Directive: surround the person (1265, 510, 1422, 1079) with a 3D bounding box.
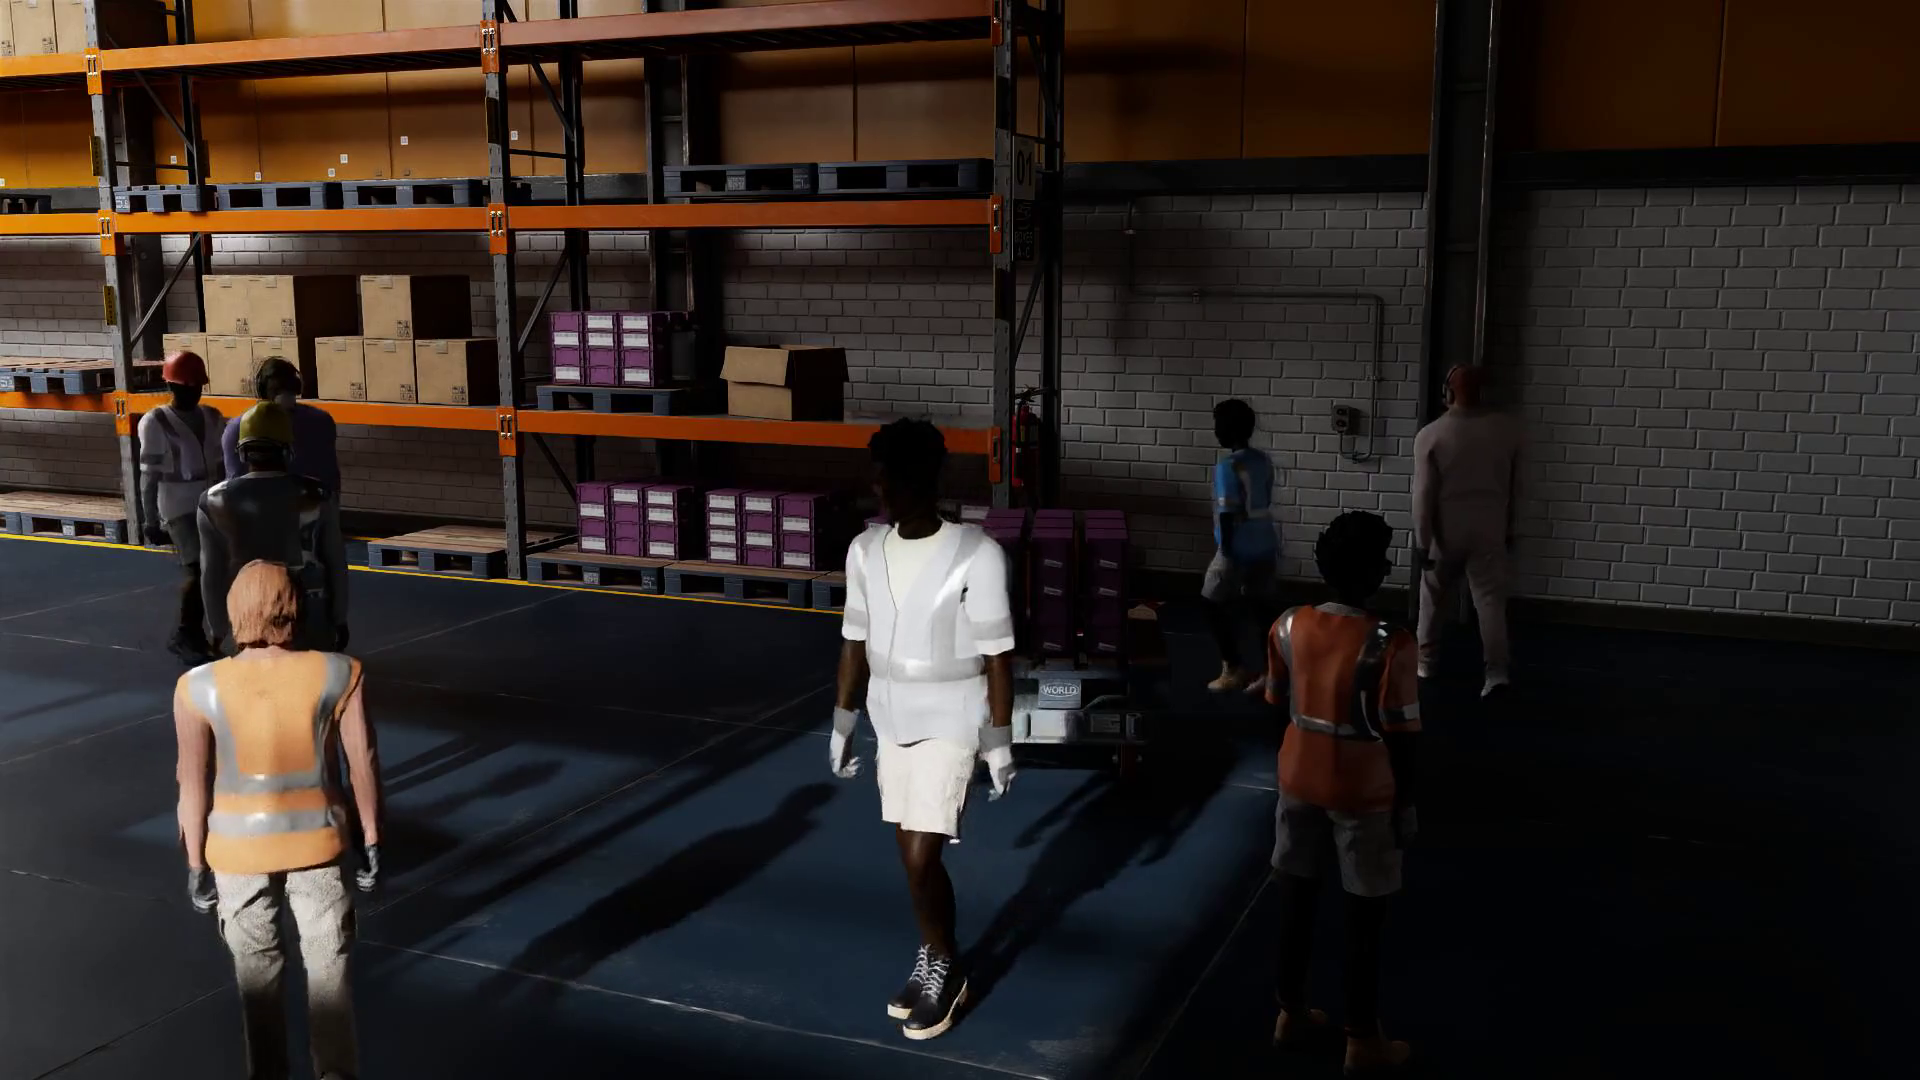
[{"bbox_3d":[1.149,0.754,4.986,0.318,1.696,0.537,-8,12,-40],"label":"person"}]

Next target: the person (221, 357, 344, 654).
[{"bbox_3d":[-3.622,-0.037,9.088,0.645,1.907,0.824,-8,13,-41],"label":"person"}]

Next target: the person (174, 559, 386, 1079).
[{"bbox_3d":[-1.826,0.875,4.502,0.528,1.619,0.552,-4,10,-21],"label":"person"}]

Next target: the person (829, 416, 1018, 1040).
[{"bbox_3d":[-0.152,0.590,5.198,0.645,1.946,0.559,8,12,38],"label":"person"}]

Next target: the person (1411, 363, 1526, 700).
[{"bbox_3d":[2.842,-0.061,9.351,0.645,1.871,0.928,0,9,1],"label":"person"}]

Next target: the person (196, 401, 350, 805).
[{"bbox_3d":[-2.928,0.323,7.153,0.588,1.835,0.403,-3,10,-18],"label":"person"}]

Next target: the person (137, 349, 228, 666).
[{"bbox_3d":[-4.574,-0.183,9.963,0.479,1.914,0.570,3,10,18],"label":"person"}]

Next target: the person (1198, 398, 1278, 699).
[{"bbox_3d":[1.548,0.062,9.167,0.522,1.671,0.614,8,12,39],"label":"person"}]
